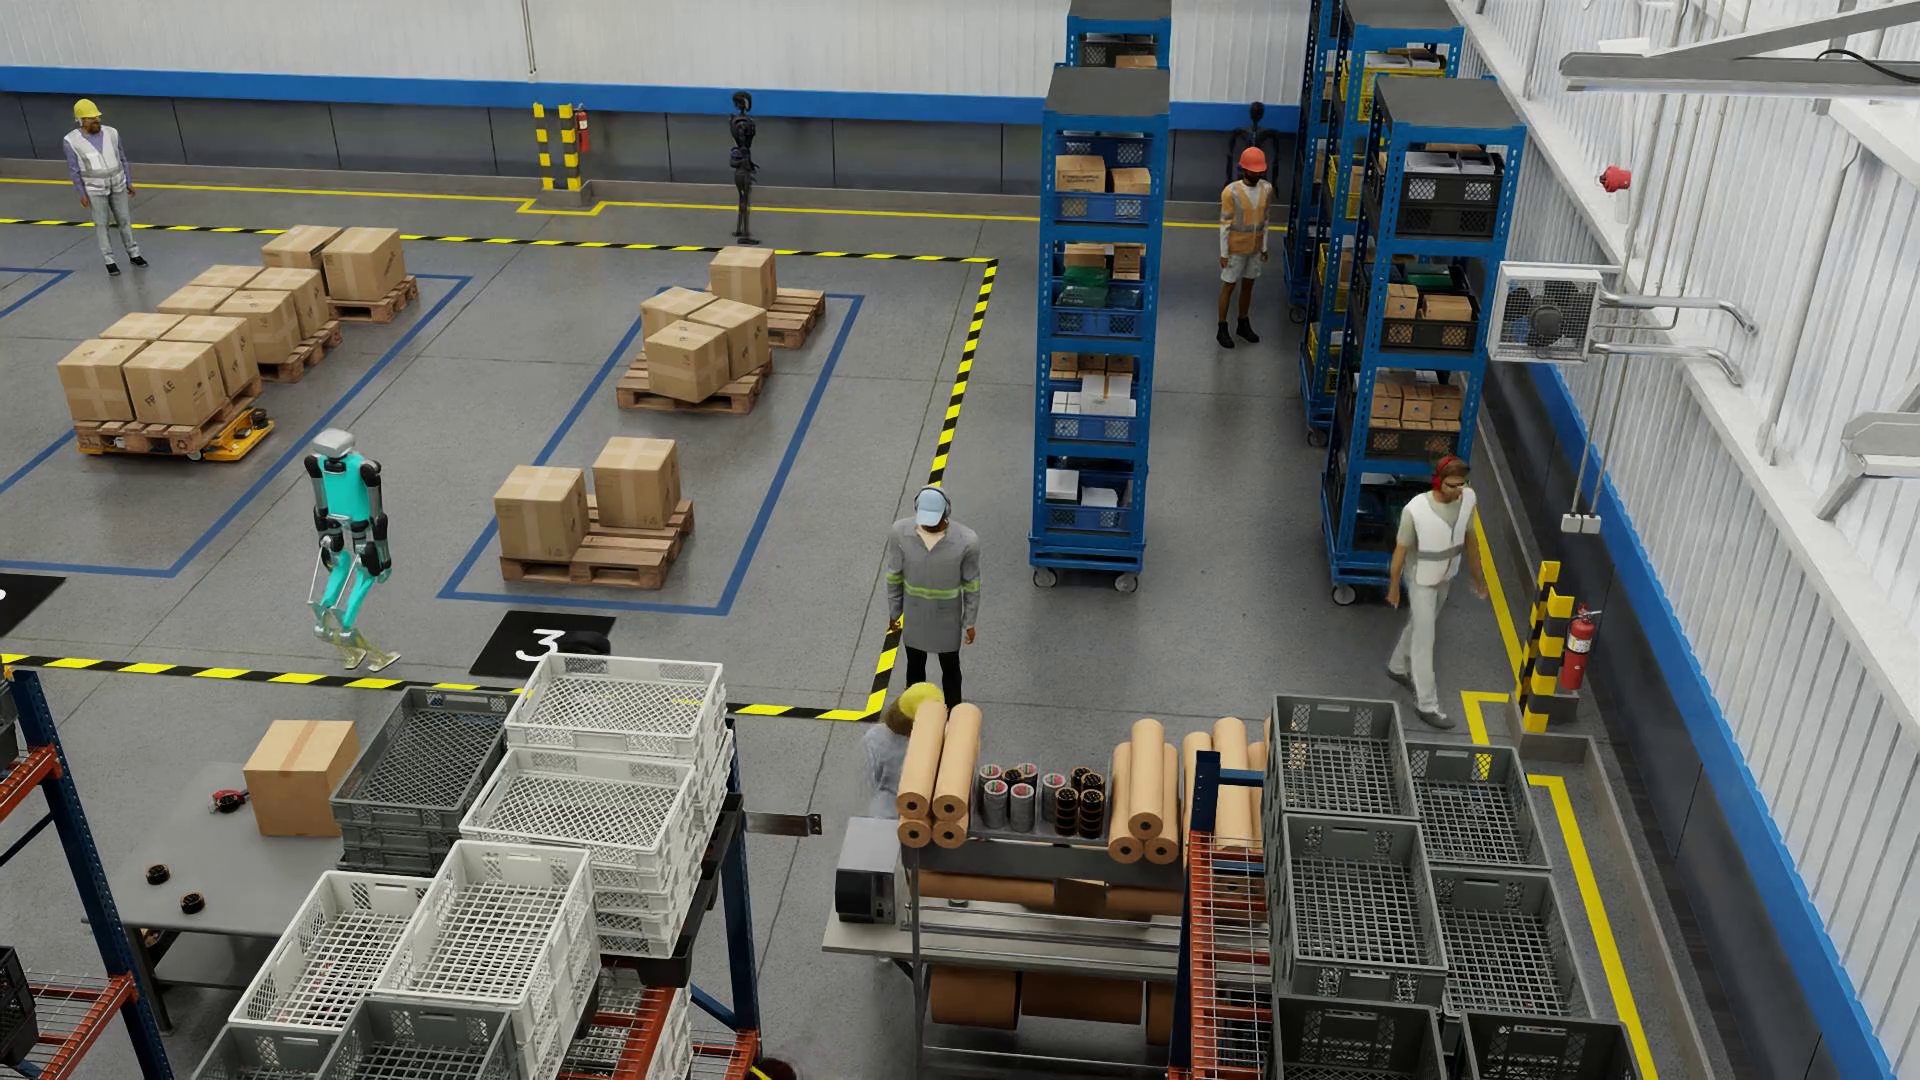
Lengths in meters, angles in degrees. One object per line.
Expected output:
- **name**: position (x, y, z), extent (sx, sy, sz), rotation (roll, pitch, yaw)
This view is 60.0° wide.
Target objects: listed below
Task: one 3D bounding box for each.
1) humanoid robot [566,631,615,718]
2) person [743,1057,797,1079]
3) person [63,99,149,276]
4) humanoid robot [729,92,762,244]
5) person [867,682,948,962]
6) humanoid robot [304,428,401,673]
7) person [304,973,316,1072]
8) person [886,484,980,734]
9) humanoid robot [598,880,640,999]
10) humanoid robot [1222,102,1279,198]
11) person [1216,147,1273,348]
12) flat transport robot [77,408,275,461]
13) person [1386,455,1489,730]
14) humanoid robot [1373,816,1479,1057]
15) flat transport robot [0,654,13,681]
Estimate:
- **humanoid robot**: position (-1.982, 1.212, 9.217), extent (0.771, 1.627, 0.608), rotation (-1, 30, -2)
- **person**: position (-0.520, 2.658, 6.555), extent (0.580, 1.827, 0.603), rotation (17, 34, 27)
- **person**: position (-8.996, -3.720, 17.503), extent (0.404, 1.837, 0.590), rotation (24, 38, 35)
- **humanoid robot**: position (-2.415, -4.093, 18.348), extent (0.485, 1.682, 0.604), rotation (-1, 30, -2)
- **person**: position (-0.256, 1.433, 8.764), extent (0.517, 1.701, 0.664), rotation (14, 33, 23)
- **humanoid robot**: position (-4.049, 0.153, 10.817), extent (0.533, 1.677, 0.735), rotation (9, 31, 15)
- **person**: position (-2.380, 2.544, 6.598), extent (0.606, 2.004, 0.927), rotation (-3, 30, -6)
- **person**: position (-0.175, 0.466, 10.302), extent (0.587, 1.850, 0.393), rotation (6, 31, 11)
- **humanoid robot**: position (-1.850, 1.826, 8.162), extent (0.589, 1.635, 0.621), rotation (-9, 31, -15)
- **humanoid robot**: position (3.150, -3.911, 17.990), extent (0.611, 1.643, 0.369), rotation (4, 30, 7)
- **person**: position (2.708, -2.781, 15.793), extent (0.545, 1.937, 0.357), rotation (-14, 33, -22)
- **flat transport robot**: position (-6.728, -0.944, 14.268), extent (1.431, 0.197, 0.652), rotation (3, 30, 6)
- **person**: position (3.079, 0.301, 10.622), extent (0.581, 1.812, 0.766), rotation (-18, 35, -28)
- **humanoid robot**: position (2.223, 1.824, 8.146), extent (0.590, 1.644, 0.357), rotation (1, 30, 2)
- **flat transport robot**: position (-7.142, 0.969, 11.010), extent (1.431, 0.231, 0.659), rotation (3, 30, 6)
